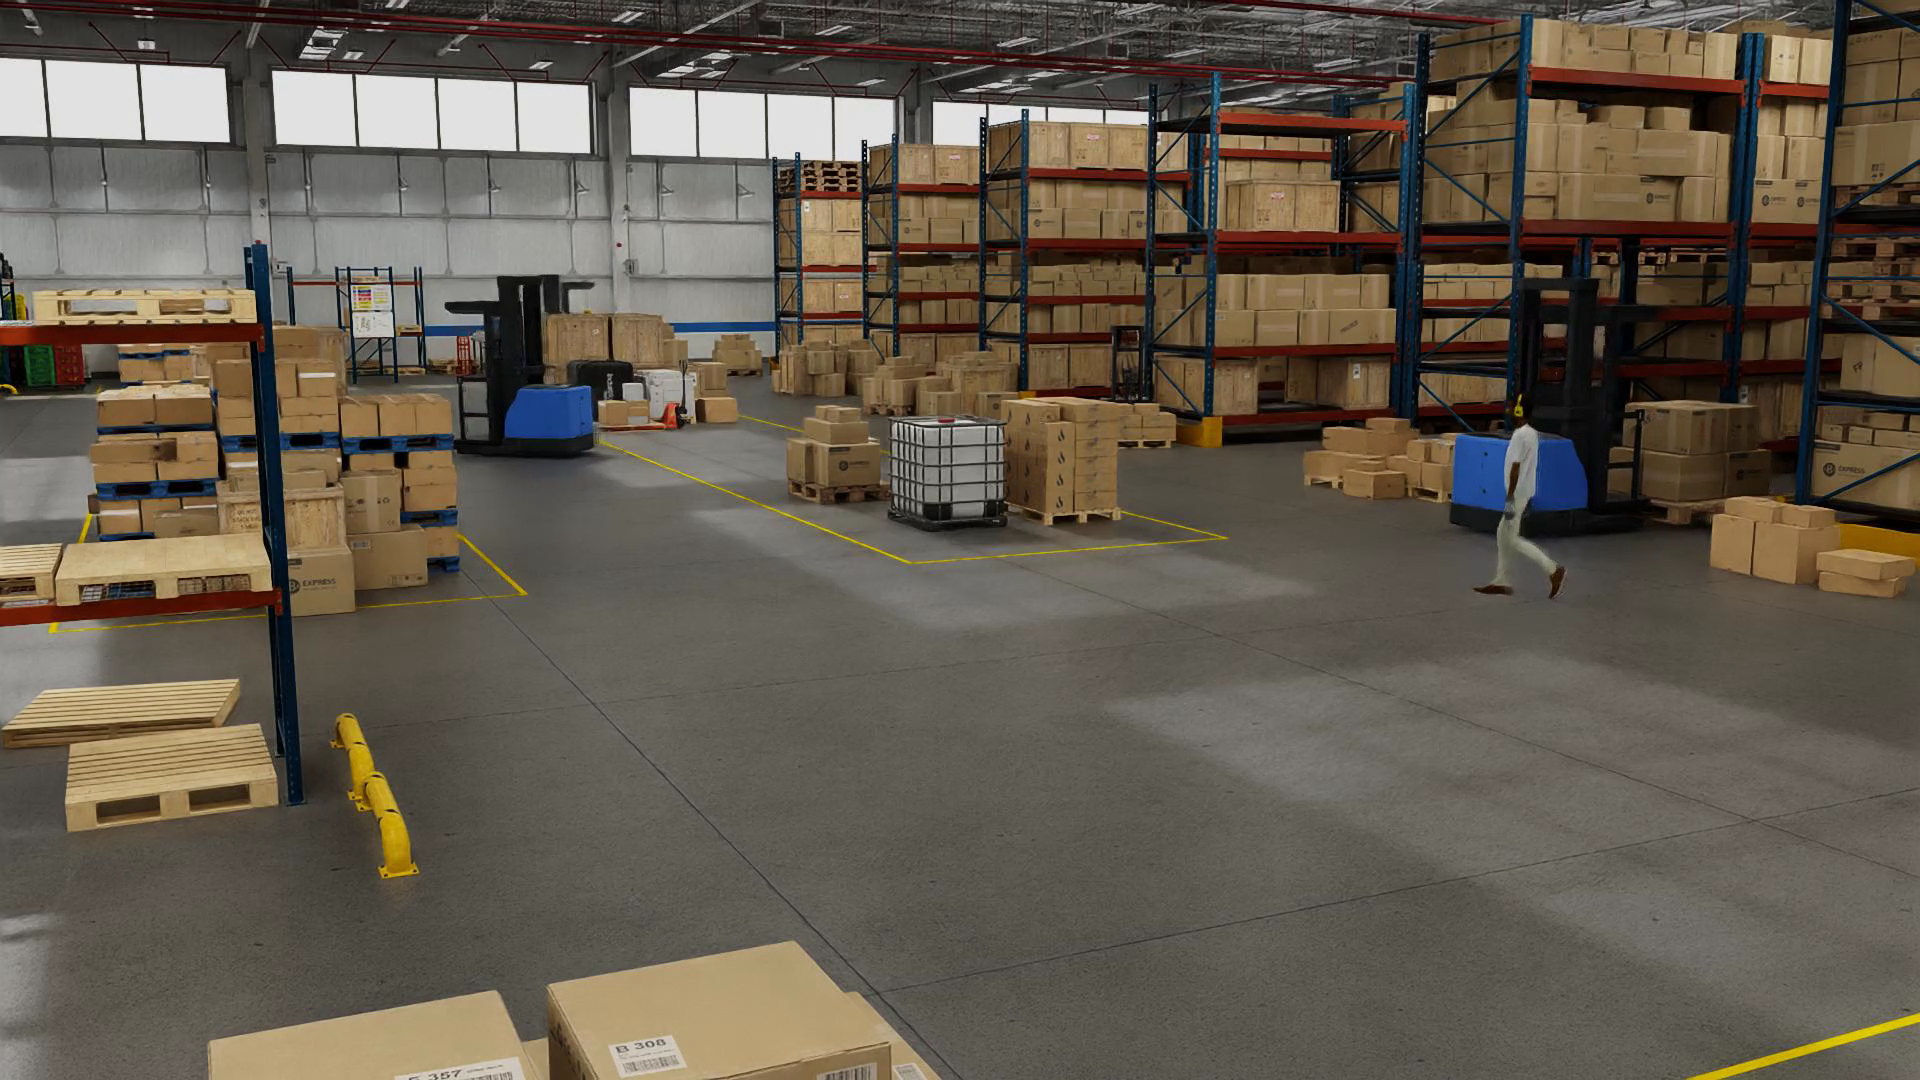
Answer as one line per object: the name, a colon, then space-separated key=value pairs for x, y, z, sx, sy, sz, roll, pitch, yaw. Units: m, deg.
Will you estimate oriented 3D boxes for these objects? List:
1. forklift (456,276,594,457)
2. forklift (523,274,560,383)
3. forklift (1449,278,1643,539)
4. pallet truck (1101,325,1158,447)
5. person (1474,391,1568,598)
forklift: x=-6.878 y=-2.764 z=26.235 sx=1.873 sy=2.768 sz=1.129 roll=2 pitch=9 yaw=12
forklift: x=-10.500 y=-5.430 z=42.776 sx=1.873 sy=2.768 sz=1.129 roll=-3 pitch=10 yaw=-20
forklift: x=6.531 y=-1.507 z=18.434 sx=1.873 sy=2.768 sz=1.129 roll=-4 pitch=10 yaw=-25
pallet truck: x=2.881 y=-2.596 z=27.923 sx=0.823 sy=1.965 sz=1.885 roll=-1 pitch=9 yaw=-7
person: x=4.984 y=-0.386 z=14.682 sx=0.749 sy=1.846 sz=0.526 roll=5 pitch=10 yaw=29
